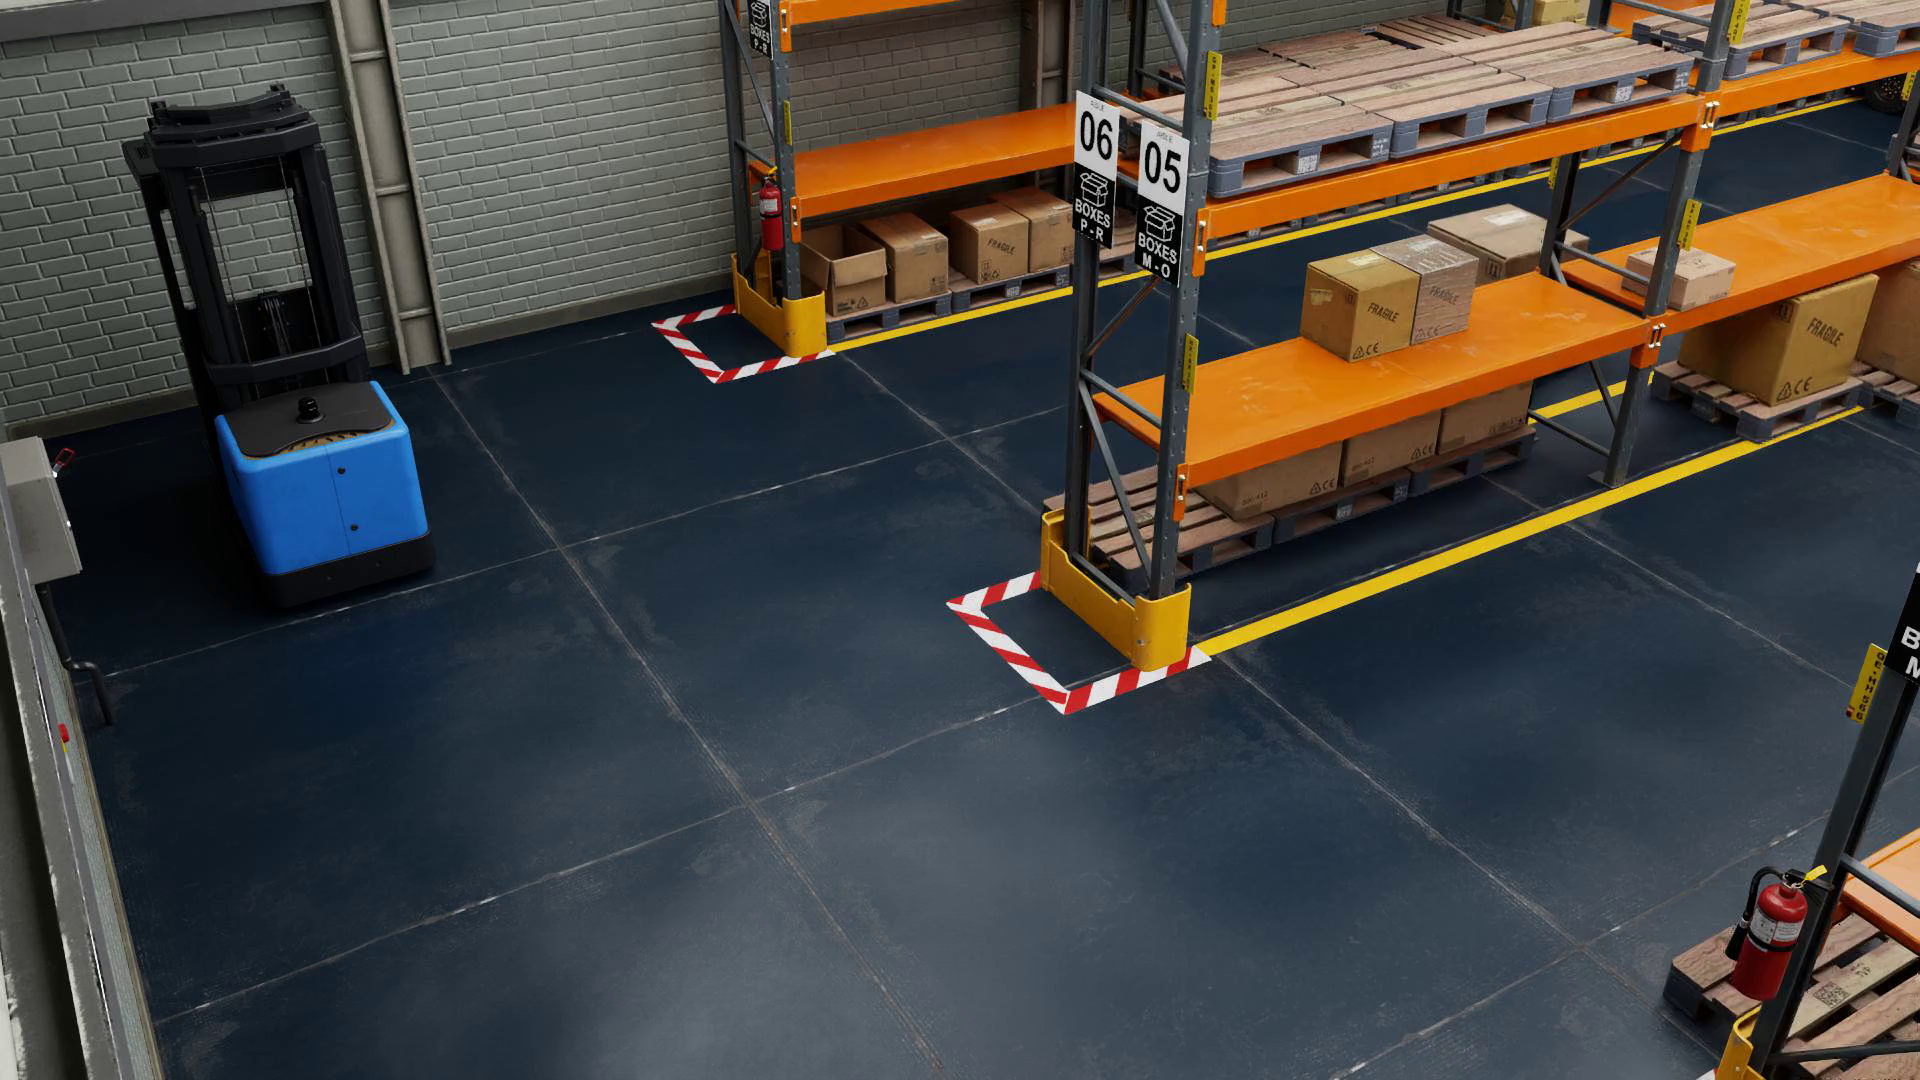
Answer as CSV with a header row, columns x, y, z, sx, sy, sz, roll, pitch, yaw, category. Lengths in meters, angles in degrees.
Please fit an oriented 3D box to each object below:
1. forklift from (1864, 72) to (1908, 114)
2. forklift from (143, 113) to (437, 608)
x,y,z,sx,sy,sz,roll,pitch,yaw,category
11.468,-5.645,18.244,1.214,2.155,2.313,-17,36,-26,forklift
-4.289,-1.259,10.509,1.129,2.768,1.873,-17,36,-26,forklift
